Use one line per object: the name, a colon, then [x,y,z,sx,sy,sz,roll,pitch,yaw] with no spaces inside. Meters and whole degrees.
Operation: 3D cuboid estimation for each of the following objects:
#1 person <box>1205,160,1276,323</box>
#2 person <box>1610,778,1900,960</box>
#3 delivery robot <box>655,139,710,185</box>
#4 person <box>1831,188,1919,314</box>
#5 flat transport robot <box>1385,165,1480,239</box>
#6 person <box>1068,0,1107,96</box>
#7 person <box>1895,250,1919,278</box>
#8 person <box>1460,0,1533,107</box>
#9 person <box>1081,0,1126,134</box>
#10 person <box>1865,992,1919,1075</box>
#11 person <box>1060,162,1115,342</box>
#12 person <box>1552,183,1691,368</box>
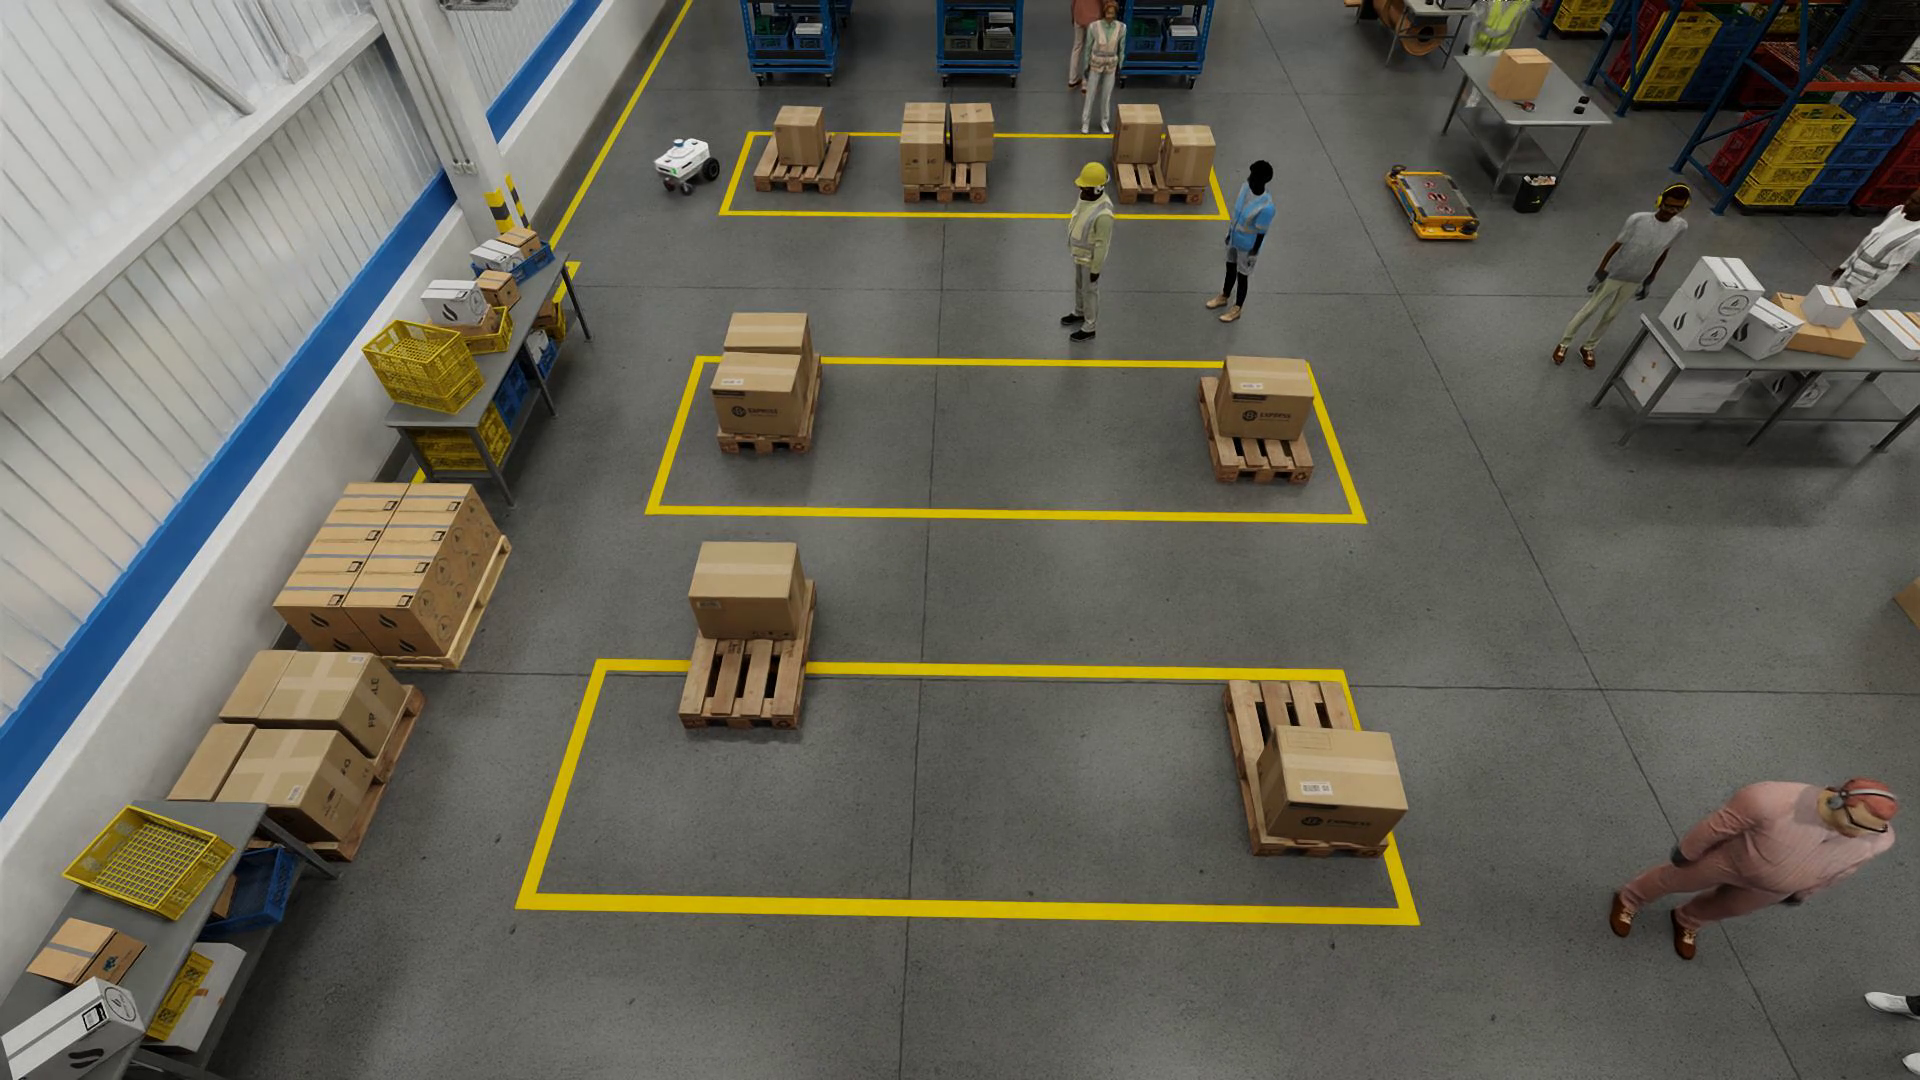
person: [2.836,-2.972,9.156,0.334,1.689,0.532,-14,51,-12]
person: [4.244,1.762,4.925,0.653,1.900,0.398,18,51,15]
delivery robot: [-3.428,-4.700,11.337,0.477,0.478,0.707,22,53,18]
person: [8.432,-2.444,8.582,0.359,1.876,0.579,11,50,9]
flat transport robot: [5.692,-4.094,11.059,0.652,0.197,1.431,1,49,1]
person: [1.796,-7.187,12.617,0.642,1.976,0.412,34,57,26]
person: [10.443,-3.688,9.613,0.635,1.936,0.356,-26,54,-21]
person: [7.106,-6.672,12.277,0.623,1.824,0.725,24,53,20]
person: [1.857,-6.145,11.936,0.522,1.636,0.310,-3,49,-2]
person: [5.470,2.221,4.512,0.392,1.917,0.592,1,49,1]
person: [1.236,-2.796,8.916,0.403,1.823,0.596,-11,50,-9]
person: [6.221,-2.442,8.586,0.532,1.859,0.311,11,50,9]
